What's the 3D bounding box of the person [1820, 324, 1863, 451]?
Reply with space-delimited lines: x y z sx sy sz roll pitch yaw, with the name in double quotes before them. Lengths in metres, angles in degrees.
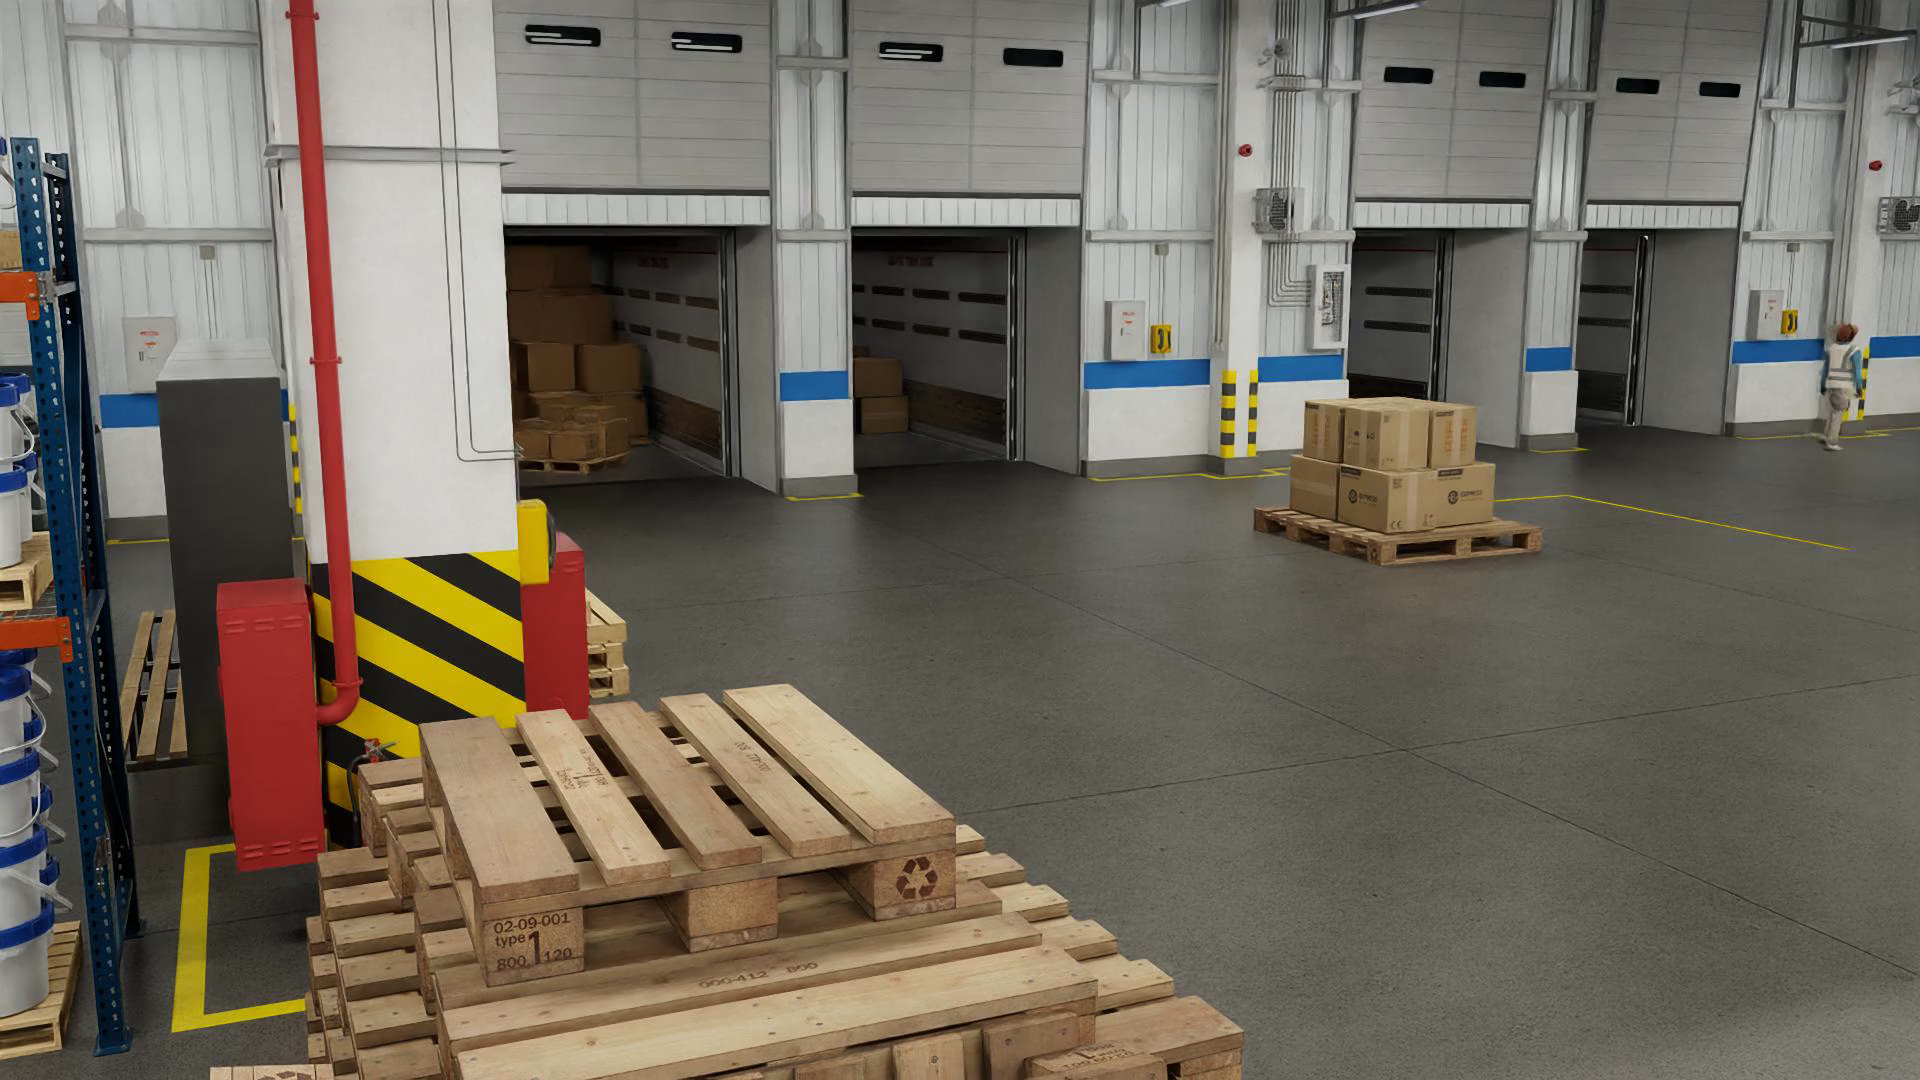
"person" 11.365 -1.957 21.439 0.432 1.625 0.513 -3 11 -17
